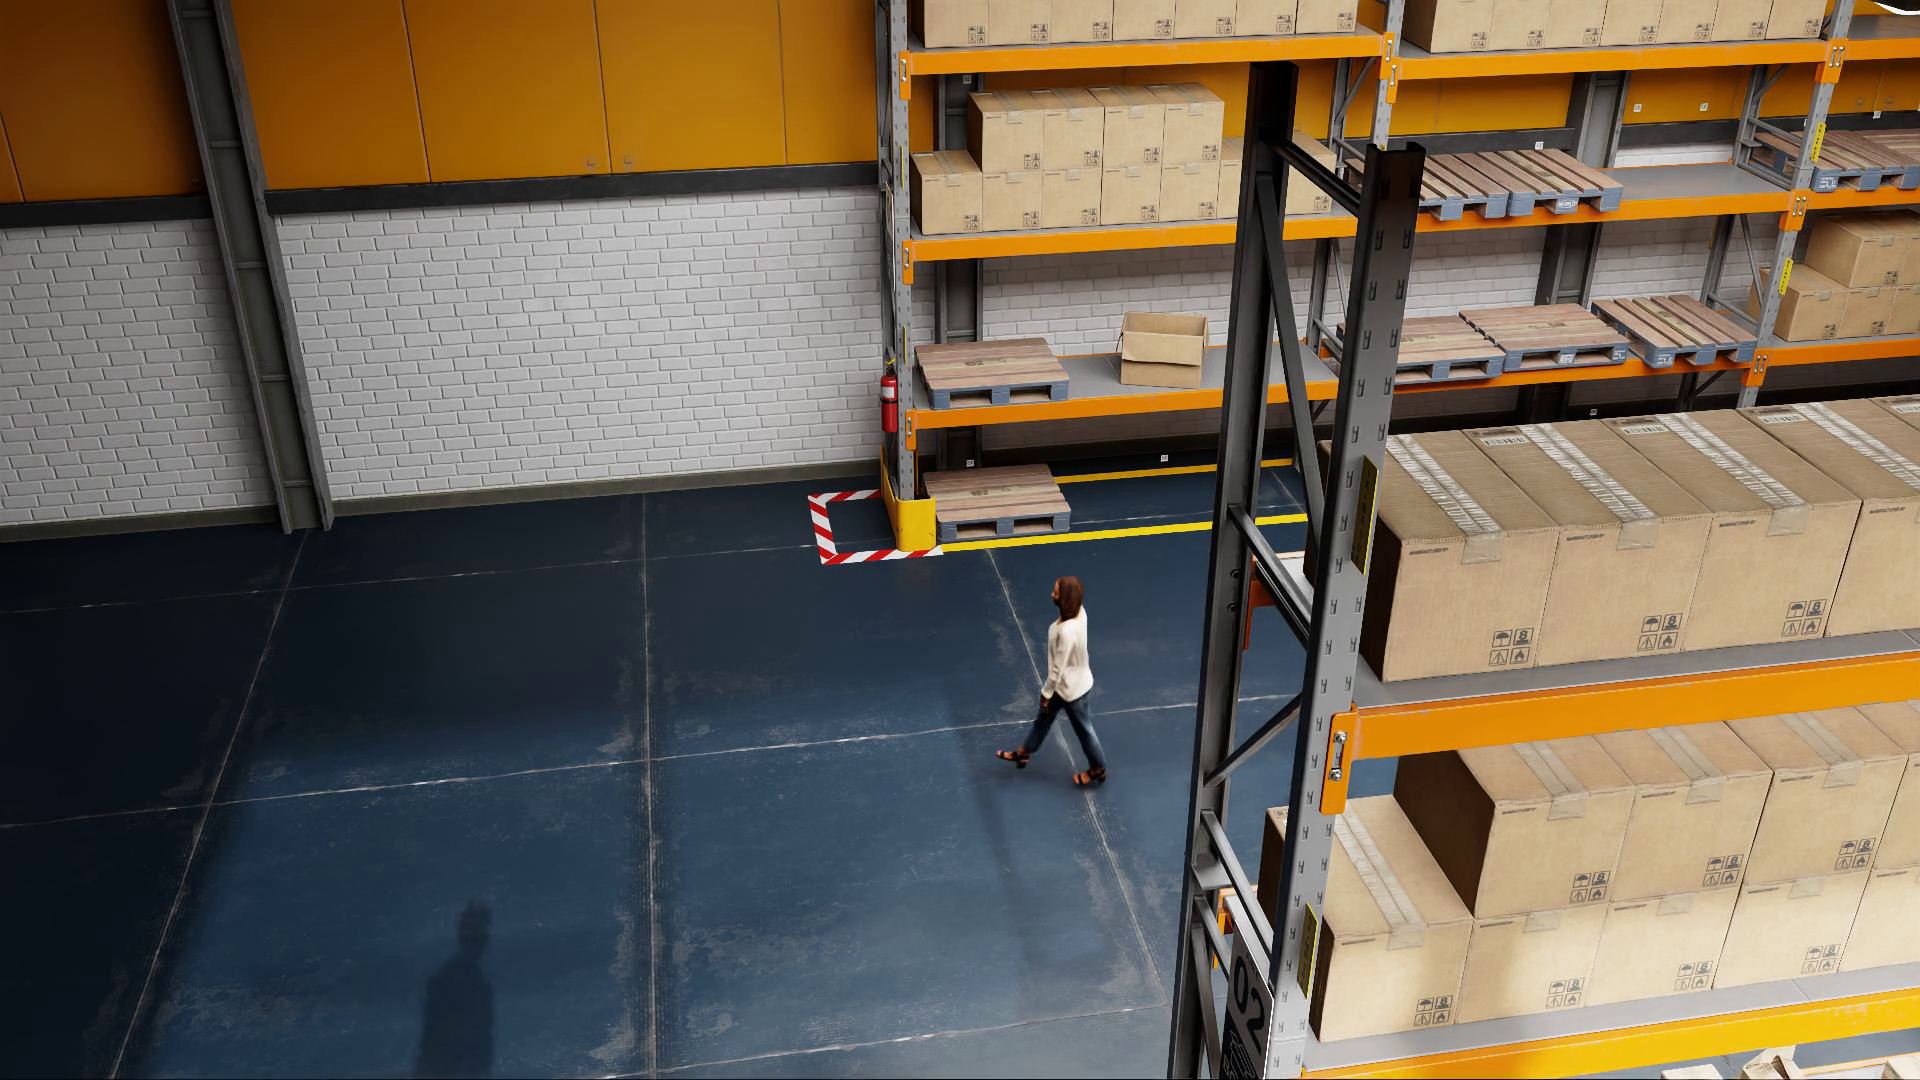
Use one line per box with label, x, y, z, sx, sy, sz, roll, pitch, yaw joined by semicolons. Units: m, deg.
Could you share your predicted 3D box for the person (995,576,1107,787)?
person;0.835;0.997;11.314;1.096;1.651;0.841;4;29;7
